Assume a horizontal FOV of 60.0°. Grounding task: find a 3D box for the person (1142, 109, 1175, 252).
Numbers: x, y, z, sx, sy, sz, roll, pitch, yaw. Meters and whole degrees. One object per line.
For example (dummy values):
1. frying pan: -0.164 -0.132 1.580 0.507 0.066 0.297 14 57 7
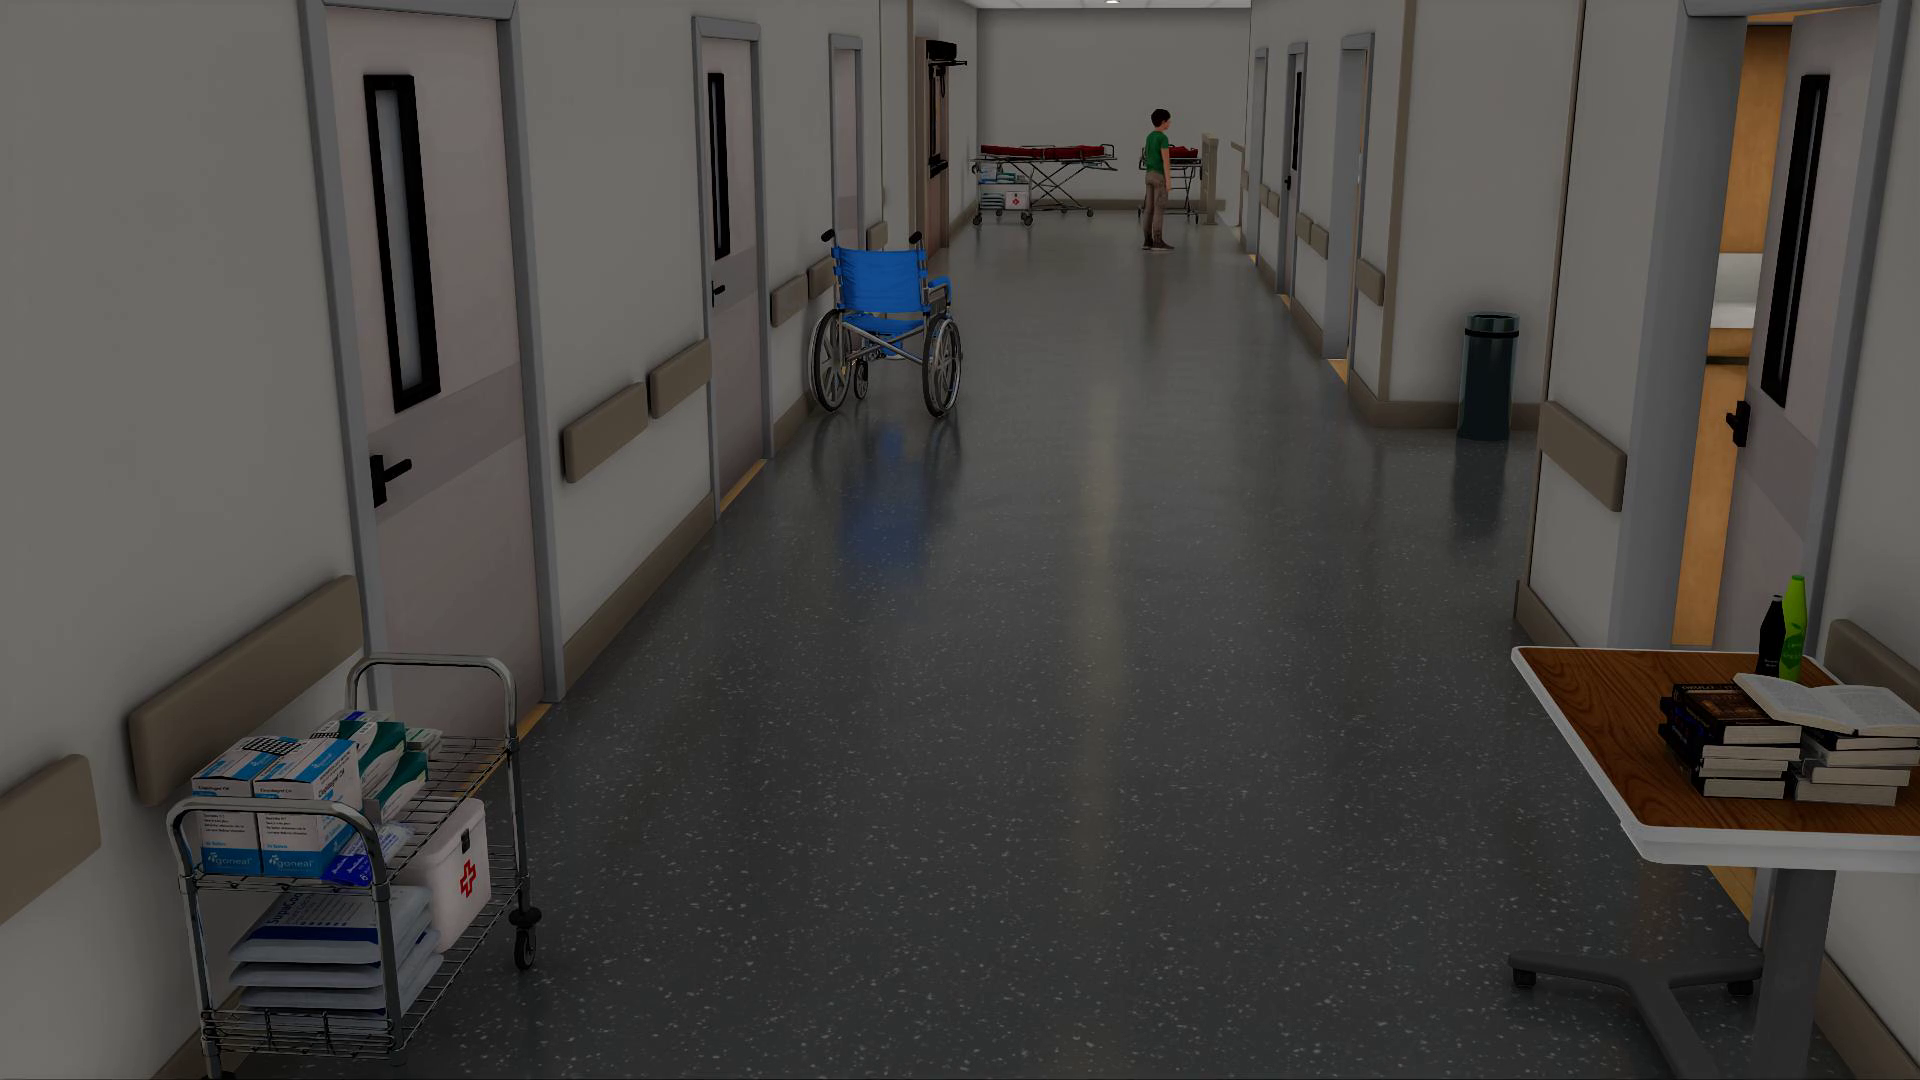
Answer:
1. person: 2.342 -4.290 19.797 0.721 1.651 0.615 -7 17 -24
